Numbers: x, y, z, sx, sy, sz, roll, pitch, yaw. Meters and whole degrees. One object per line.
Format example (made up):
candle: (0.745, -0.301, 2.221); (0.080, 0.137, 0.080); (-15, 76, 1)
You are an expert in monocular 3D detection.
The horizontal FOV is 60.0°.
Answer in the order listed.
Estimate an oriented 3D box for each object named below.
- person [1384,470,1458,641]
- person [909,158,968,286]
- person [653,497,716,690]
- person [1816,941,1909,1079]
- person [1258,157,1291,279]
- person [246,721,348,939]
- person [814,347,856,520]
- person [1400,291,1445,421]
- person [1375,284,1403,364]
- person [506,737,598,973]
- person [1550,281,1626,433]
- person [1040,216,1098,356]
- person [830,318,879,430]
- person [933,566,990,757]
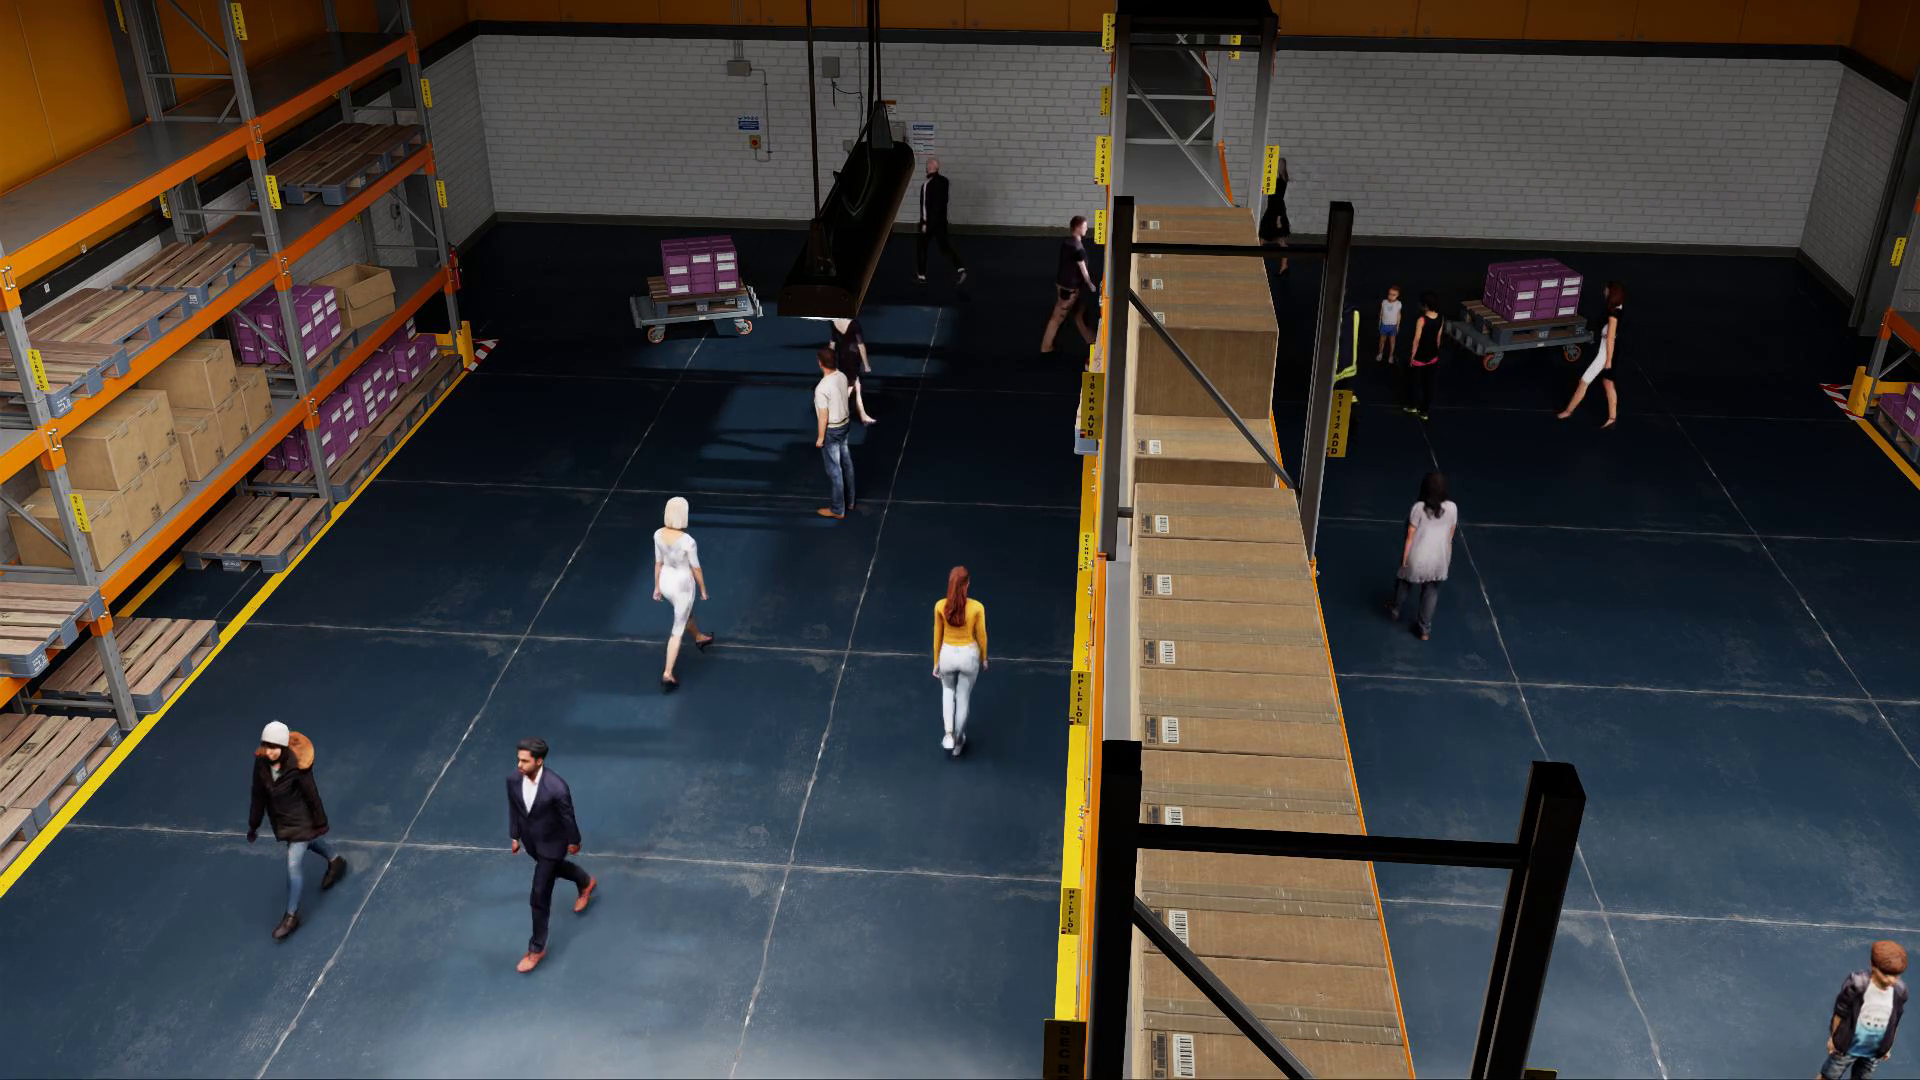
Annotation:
person: (4.214, 0.170, 14.969); (0.744, 1.583, 0.921); (-3, 29, -5)
person: (-0.283, -4.368, 23.052); (1.162, 1.809, 1.187); (23, 36, 35)
person: (-2.451, 0.495, 14.257); (0.878, 1.693, 1.169); (15, 32, 25)
person: (5.388, 2.986, 9.949); (0.524, 1.447, 0.500); (3, 29, 5)
person: (4.529, -4.512, 23.405); (0.755, 1.723, 0.921); (6, 29, 10)
person: (-4.657, 1.922, 11.741); (0.842, 1.597, 1.141); (11, 30, 19)
person: (-1.271, -1.107, 17.030); (0.804, 1.850, 0.671); (16, 32, 26)
person: (5.395, -2.102, 19.188); (0.694, 1.530, 0.717); (-10, 30, -17)
person: (5.397, -2.728, 20.870); (0.467, 1.019, 0.492); (14, 32, 24)
person: (-2.803, 2.030, 11.453); (0.939, 1.684, 1.259); (14, 31, 23)
person: (7.393, -2.037, 18.819); (0.959, 1.770, 1.022); (17, 33, 28)
person: (1.277, -3.143, 20.830); (0.919, 1.785, 1.157); (-5, 29, -9)
person: (-1.303, -1.869, 18.500); (1.077, 1.780, 1.211); (24, 37, 37)
person: (-0.014, 1.019, 13.248); (0.590, 1.741, 0.638); (3, 29, 6)
